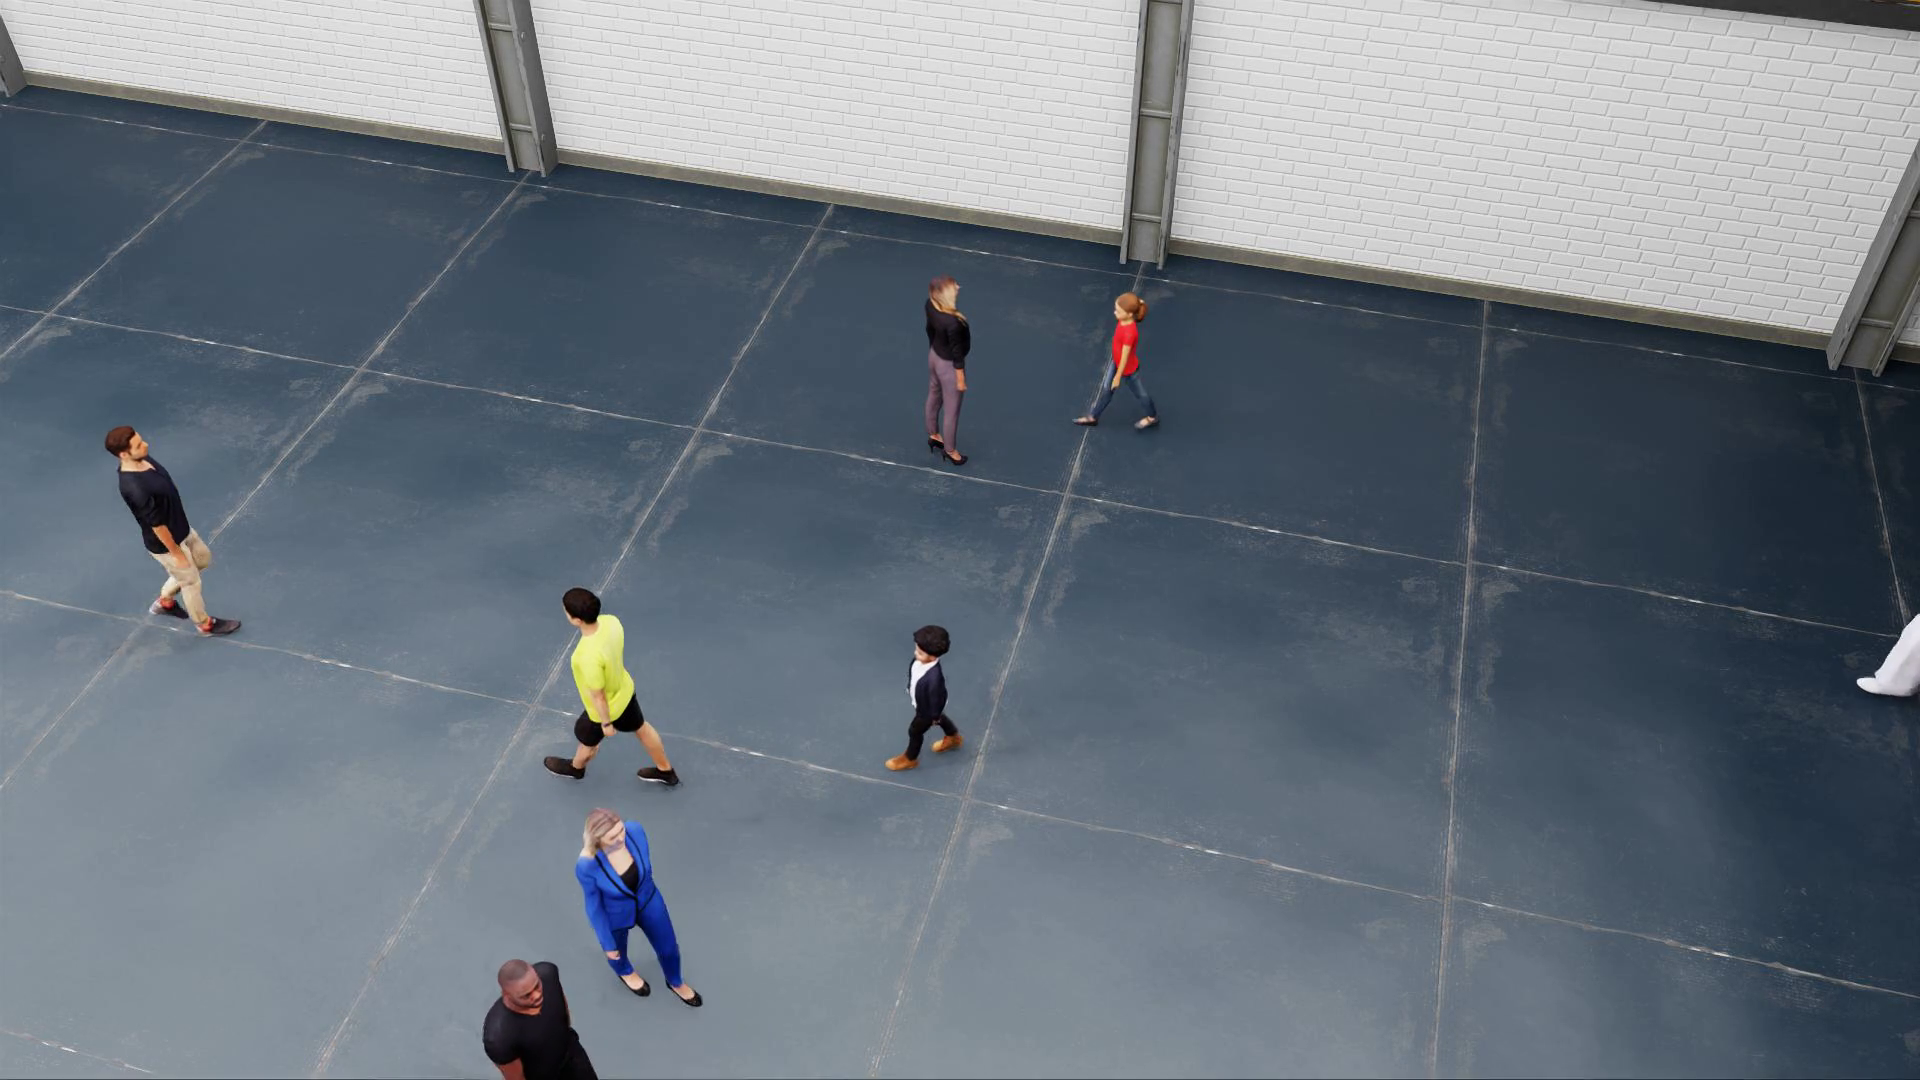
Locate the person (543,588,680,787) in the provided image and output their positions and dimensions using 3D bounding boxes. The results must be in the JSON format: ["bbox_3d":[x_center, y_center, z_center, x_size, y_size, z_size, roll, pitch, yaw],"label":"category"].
[{"bbox_3d":[-2.062,0.955,10.118,1.082,1.662,0.674,9,44,9],"label":"person"}]

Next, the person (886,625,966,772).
[{"bbox_3d":[-0.155,0.963,10.438,0.826,1.208,0.662,-5,44,-5],"label":"person"}]

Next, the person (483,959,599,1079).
[{"bbox_3d":[-2.149,2.584,8.317,1.096,1.787,0.849,23,48,22],"label":"person"}]

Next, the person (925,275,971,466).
[{"bbox_3d":[-0.114,-1.275,12.451,0.732,1.672,0.670,-22,48,-22],"label":"person"}]

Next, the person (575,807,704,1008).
[{"bbox_3d":[-1.897,1.959,9.048,0.910,1.683,0.821,34,53,31],"label":"person"}]

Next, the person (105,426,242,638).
[{"bbox_3d":[-5.319,-0.005,10.994,0.916,1.842,0.840,-13,45,-13],"label":"person"}]

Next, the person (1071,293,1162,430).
[{"bbox_3d":[1.345,-1.346,12.810,0.991,1.281,0.717,-5,44,-5],"label":"person"}]
